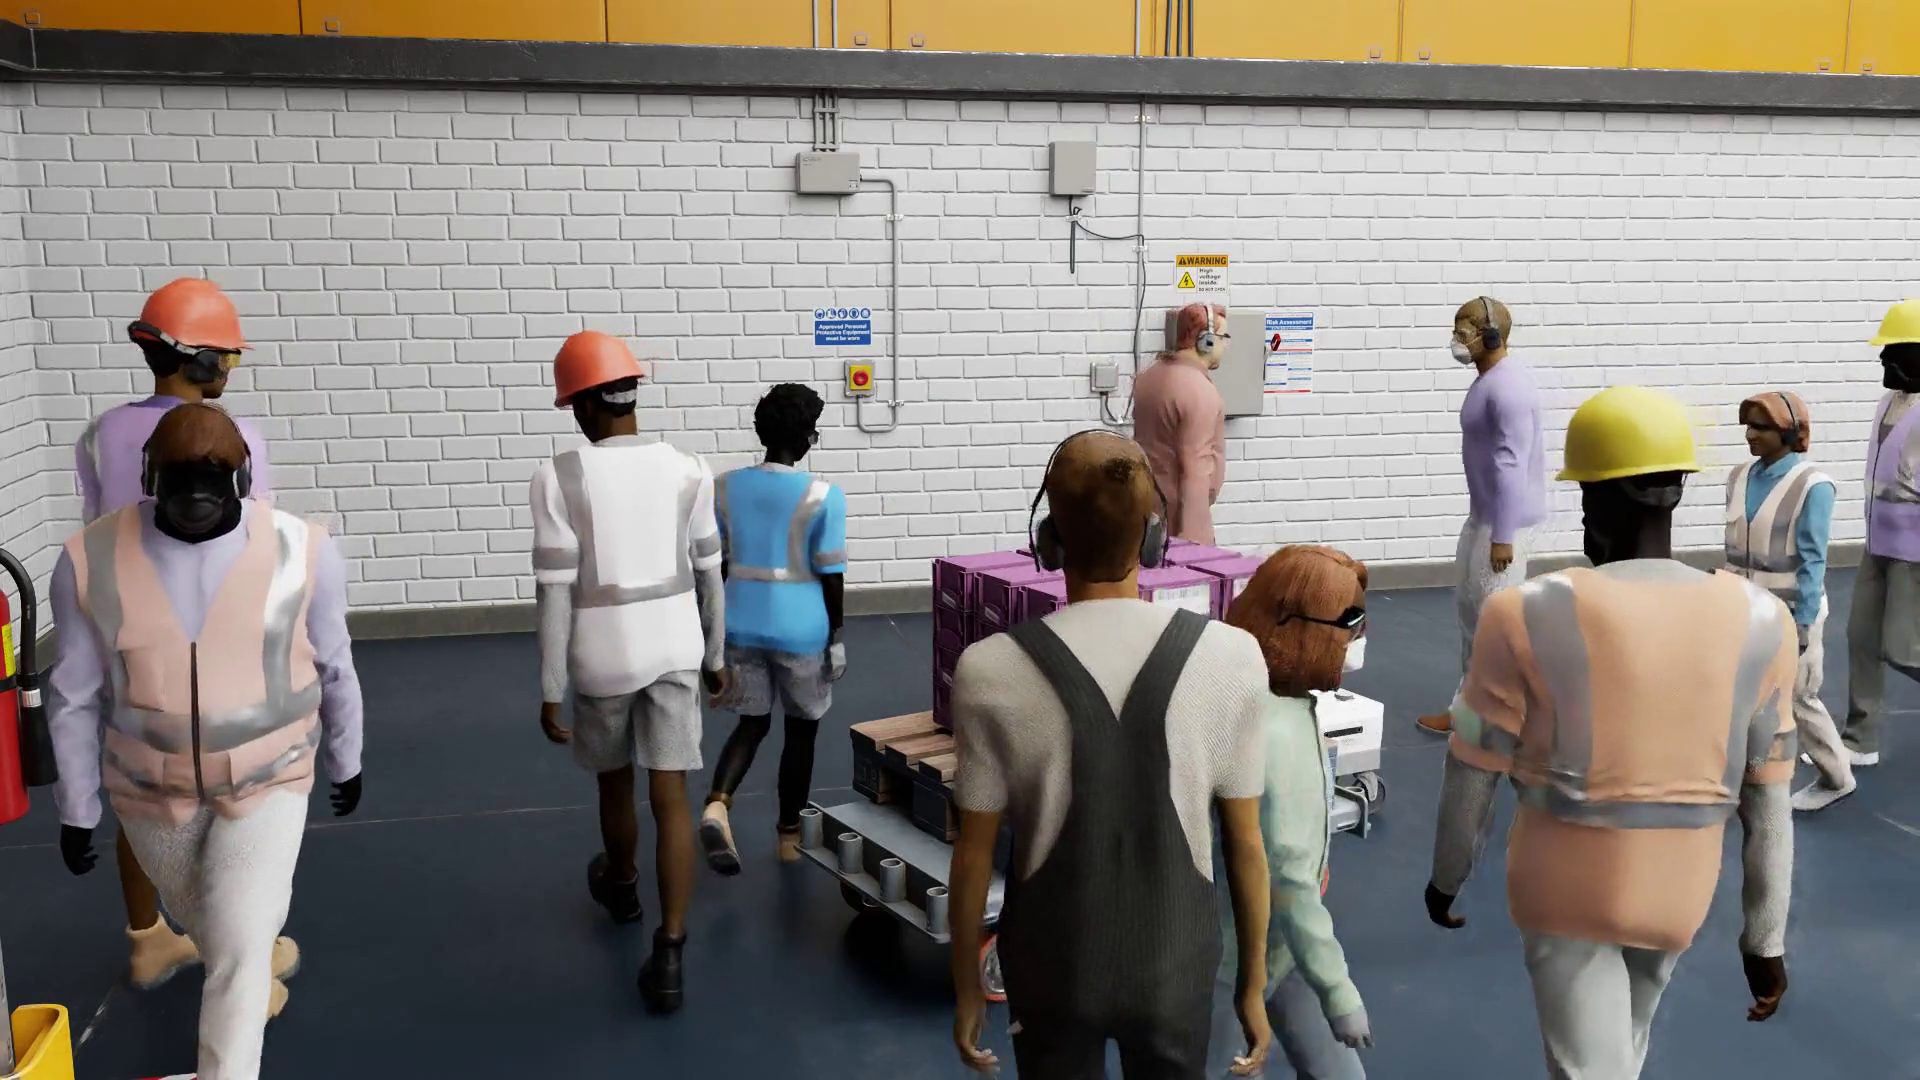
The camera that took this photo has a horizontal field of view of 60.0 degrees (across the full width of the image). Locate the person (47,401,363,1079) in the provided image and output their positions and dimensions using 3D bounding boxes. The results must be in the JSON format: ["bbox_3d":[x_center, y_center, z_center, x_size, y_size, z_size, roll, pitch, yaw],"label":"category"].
[{"bbox_3d":[-1.755,0.548,3.934,0.647,1.788,0.964,-3,11,-15],"label":"person"}]

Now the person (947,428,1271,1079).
[{"bbox_3d":[0.246,0.728,2.772,0.544,1.831,0.417,0,10,-1],"label":"person"}]

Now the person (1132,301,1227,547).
[{"bbox_3d":[0.854,-0.107,7.304,0.686,1.875,0.676,-4,11,-19],"label":"person"}]

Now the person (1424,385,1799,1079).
[{"bbox_3d":[1.213,0.639,3.183,0.592,1.859,1.046,-1,10,-7],"label":"person"}]

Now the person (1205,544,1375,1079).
[{"bbox_3d":[0.601,0.784,3.163,0.895,1.579,0.488,4,11,22],"label":"person"}]

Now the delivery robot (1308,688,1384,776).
[{"bbox_3d":[1.212,0.712,6.143,0.707,0.478,0.477,-5,11,-27],"label":"delivery robot"}]

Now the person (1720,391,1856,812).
[{"bbox_3d":[2.980,0.257,6.028,0.765,1.604,0.519,-3,11,-18],"label":"person"}]

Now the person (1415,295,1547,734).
[{"bbox_3d":[2.345,-0.068,6.985,0.663,1.913,0.654,2,10,10],"label":"person"}]

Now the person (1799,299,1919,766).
[{"bbox_3d":[3.808,0.009,6.562,0.660,1.909,0.589,1,10,4],"label":"person"}]

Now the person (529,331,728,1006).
[{"bbox_3d":[-0.951,0.340,4.834,0.580,1.870,0.976,-5,11,-25],"label":"person"}]

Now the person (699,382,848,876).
[{"bbox_3d":[-0.645,0.322,5.482,0.539,1.676,0.581,4,11,23],"label":"person"}]

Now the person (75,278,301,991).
[{"bbox_3d":[-2.145,0.290,4.697,0.621,2.029,0.471,4,11,23],"label":"person"}]
